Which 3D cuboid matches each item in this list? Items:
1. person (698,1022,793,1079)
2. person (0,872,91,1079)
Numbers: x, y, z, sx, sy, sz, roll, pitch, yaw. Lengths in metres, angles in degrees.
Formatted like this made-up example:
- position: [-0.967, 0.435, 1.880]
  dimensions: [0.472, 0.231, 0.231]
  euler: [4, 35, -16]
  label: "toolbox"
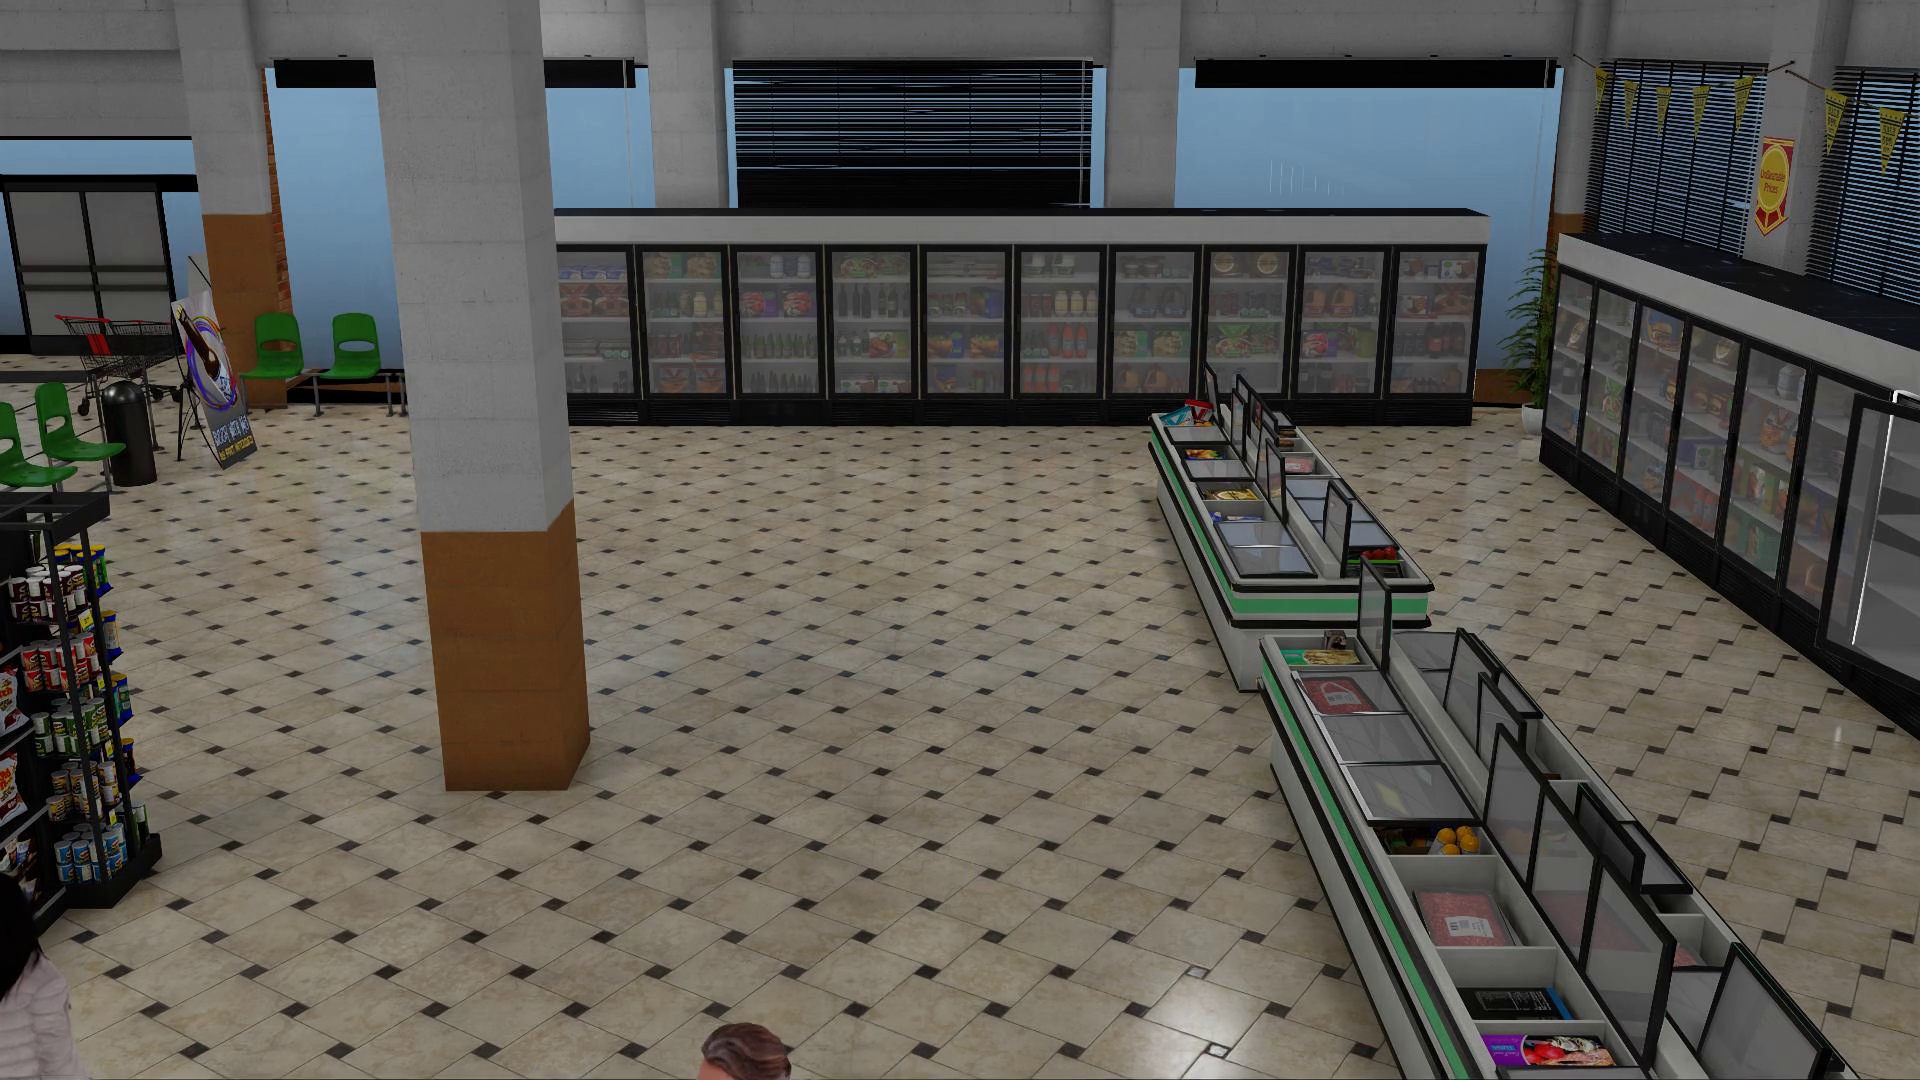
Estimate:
- position: [-0.463, 2.061, 4.320]
  dimensions: [0.824, 1.852, 0.871]
  euler: [11, 20, 32]
  label: "person"
- position: [-3.039, 1.823, 5.478]
  dimensions: [0.698, 1.633, 0.707]
  euler: [10, 19, 29]
  label: "person"
